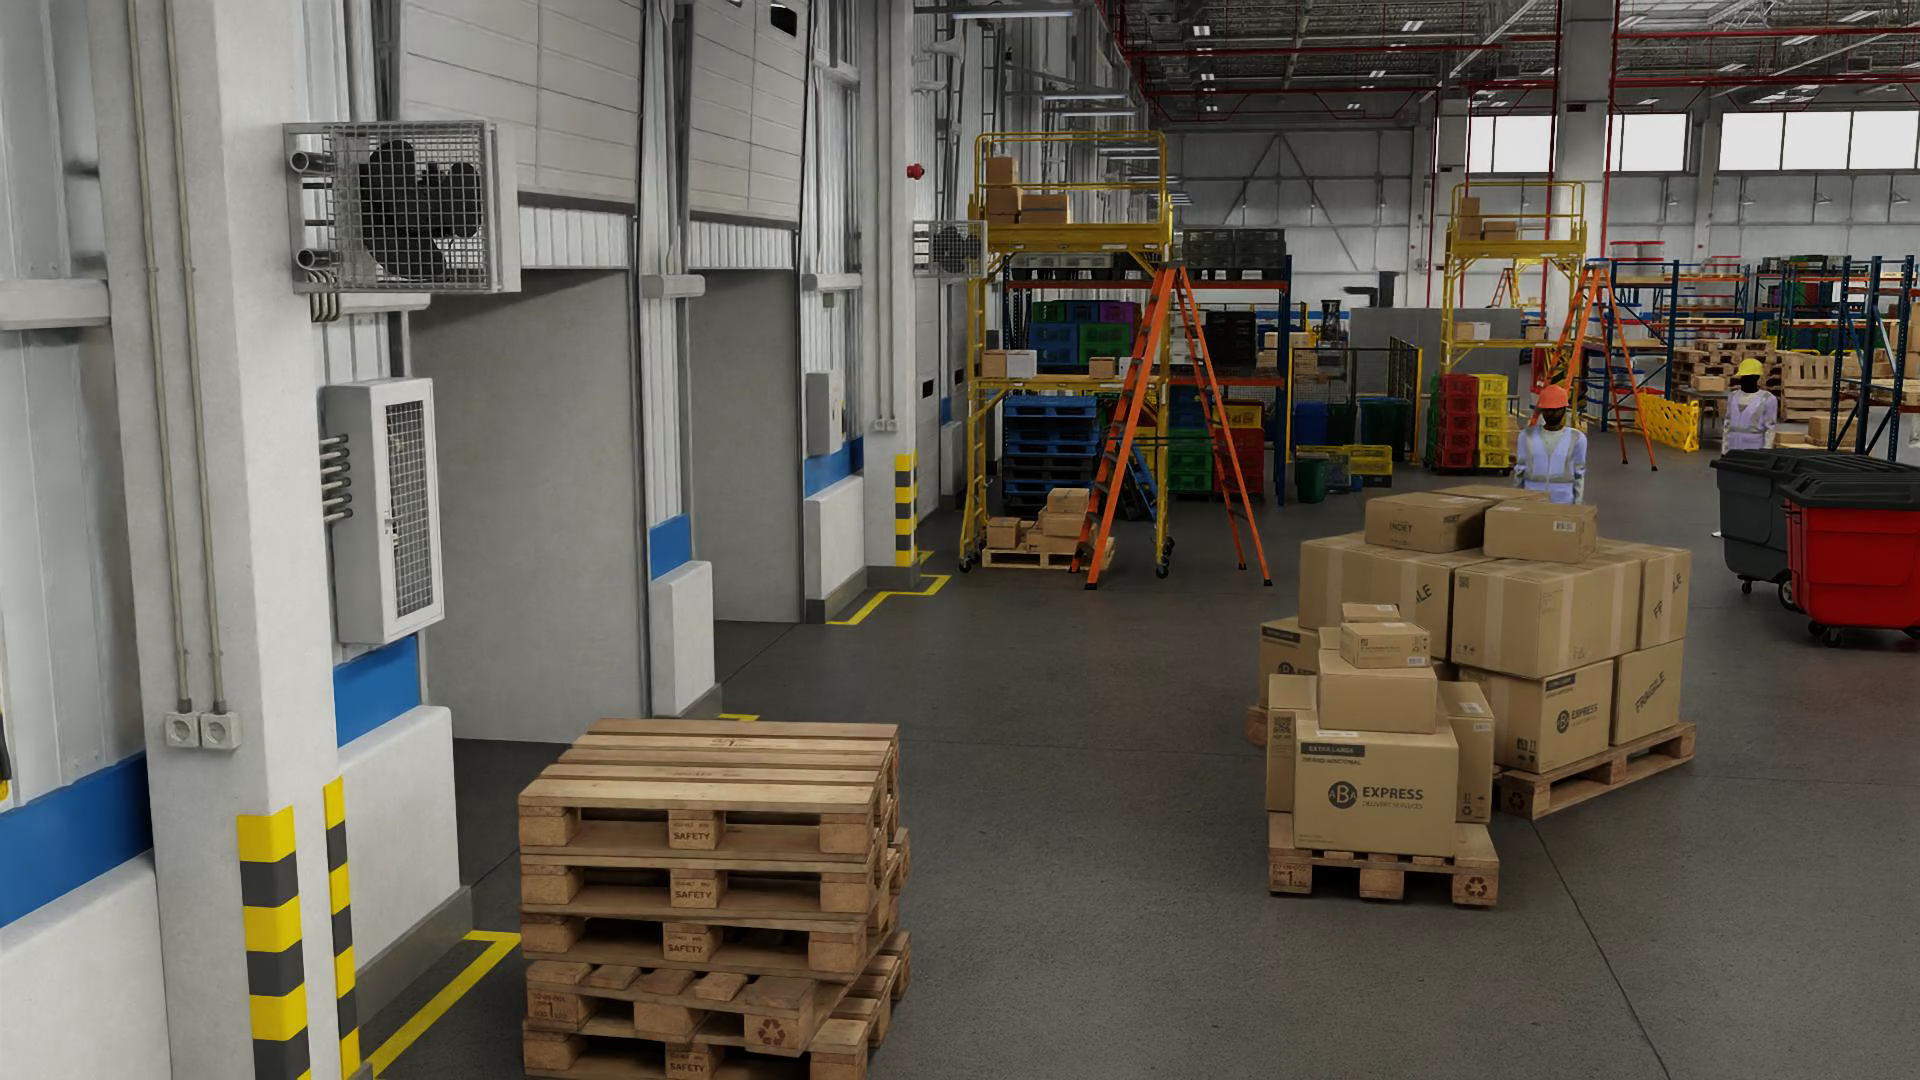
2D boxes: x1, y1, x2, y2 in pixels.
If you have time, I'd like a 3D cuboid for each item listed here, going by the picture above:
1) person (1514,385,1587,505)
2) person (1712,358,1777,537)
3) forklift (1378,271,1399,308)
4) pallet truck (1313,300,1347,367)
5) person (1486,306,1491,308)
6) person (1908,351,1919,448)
[{"bbox_3d":[4.737,-0.283,13.407,0.543,1.939,0.360,4,10,23],"label":"person"},{"bbox_3d":[8.301,-0.953,17.573,0.366,1.927,0.588,-5,11,-29],"label":"person"},{"bbox_3d":[10.763,-5.391,42.016,1.873,2.768,1.129,1,9,9],"label":"forklift"},{"bbox_3d":[11.159,-6.200,49.718,0.823,1.965,1.885,4,10,26],"label":"pallet truck"},{"bbox_3d":[17.314,-6.834,54.553,0.541,1.696,0.315,-7,11,-36],"label":"person"},{"bbox_3d":[15.509,-2.340,26.731,0.325,1.736,0.487,5,10,27],"label":"person"}]
